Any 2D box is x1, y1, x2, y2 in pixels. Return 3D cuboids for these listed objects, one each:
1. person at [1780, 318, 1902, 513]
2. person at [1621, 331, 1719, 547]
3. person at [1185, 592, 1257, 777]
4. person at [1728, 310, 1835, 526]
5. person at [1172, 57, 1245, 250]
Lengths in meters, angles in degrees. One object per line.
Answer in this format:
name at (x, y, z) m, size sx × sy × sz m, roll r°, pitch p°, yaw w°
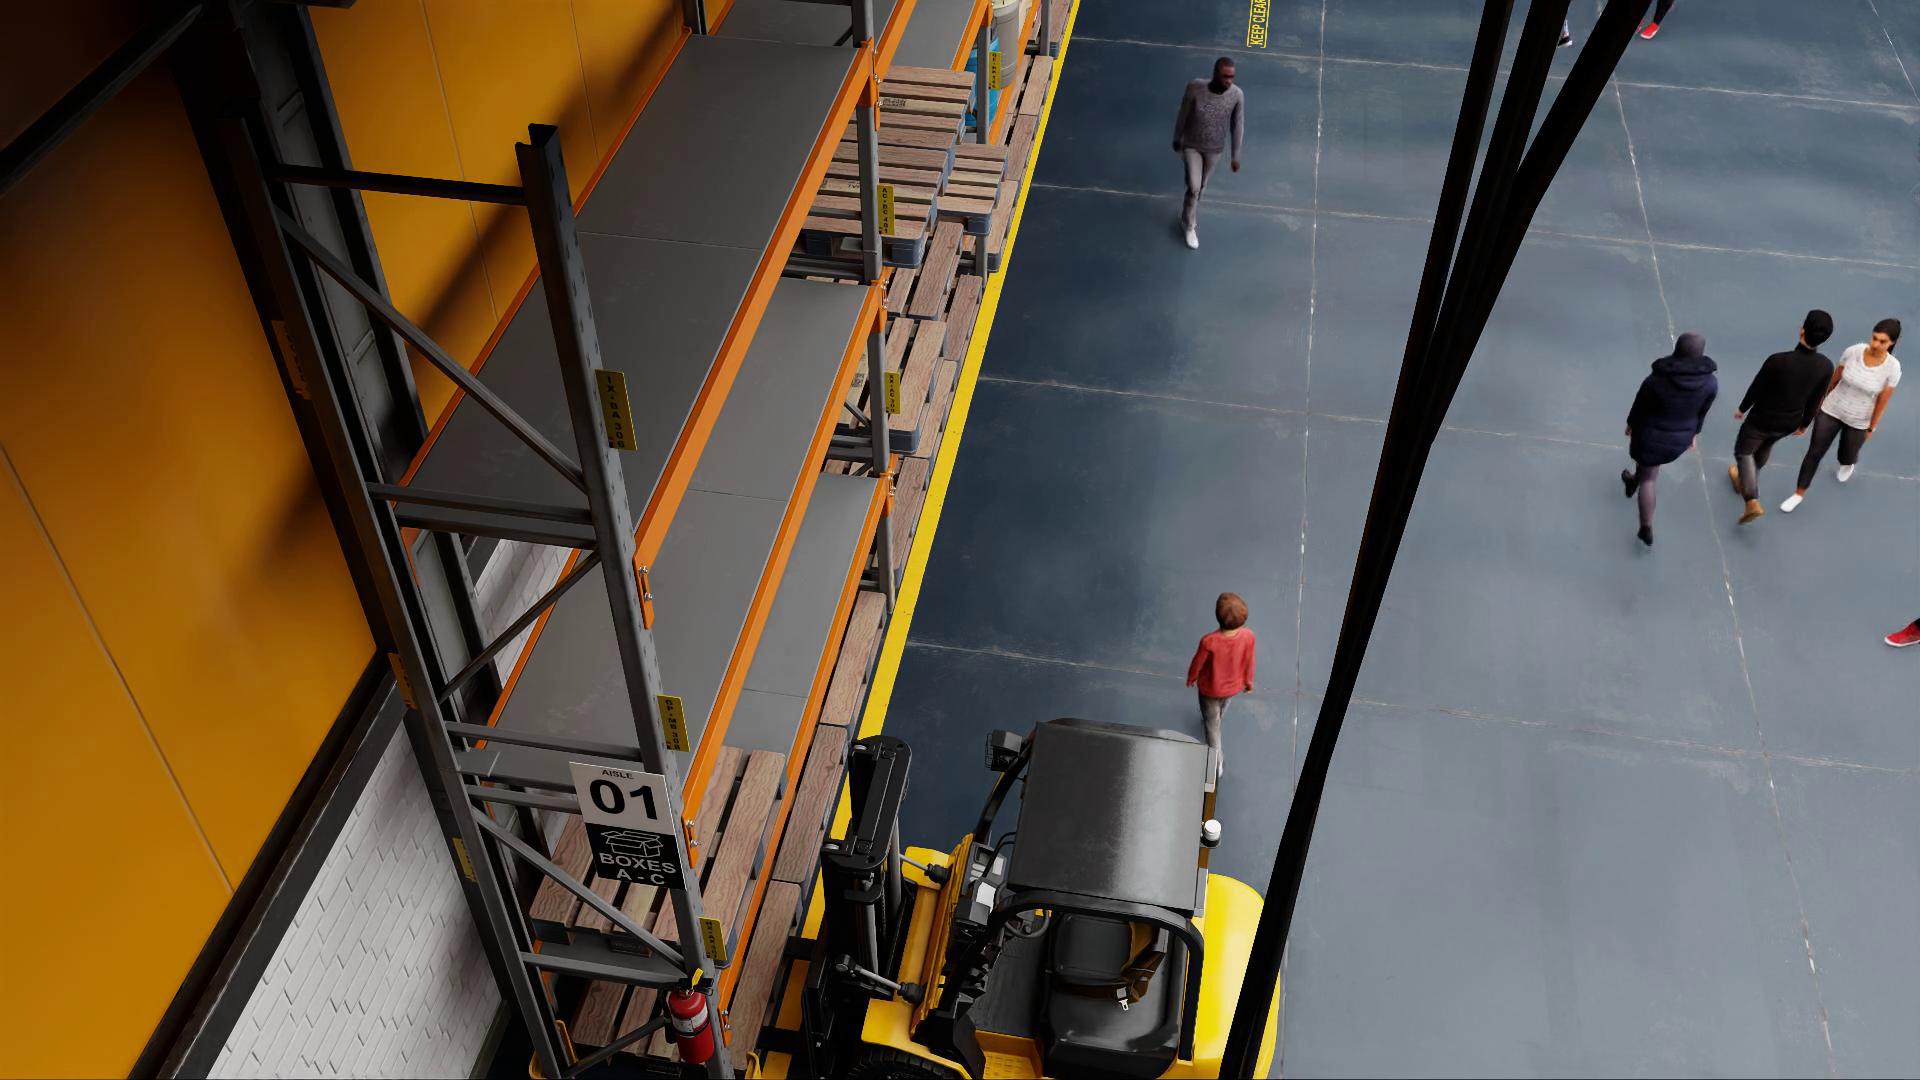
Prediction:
person at (6.438, -0.924, 12.002) m, size 1.038 × 1.627 × 0.913 m, roll -33°, pitch 52°, yaw -30°
person at (4.974, -0.694, 11.754) m, size 0.766 × 1.636 × 1.137 m, roll 2°, pitch 44°, yaw 2°
person at (1.631, 0.922, 10.230) m, size 0.741 × 1.398 × 0.906 m, roll -10°, pitch 45°, yaw -10°
person at (5.829, -0.855, 11.875) m, size 0.772 × 1.701 × 1.042 m, roll 0°, pitch 44°, yaw 0°
person at (2.095, -3.471, 14.558) m, size 0.816 × 1.790 × 0.921 m, roll 4°, pitch 44°, yaw 4°
